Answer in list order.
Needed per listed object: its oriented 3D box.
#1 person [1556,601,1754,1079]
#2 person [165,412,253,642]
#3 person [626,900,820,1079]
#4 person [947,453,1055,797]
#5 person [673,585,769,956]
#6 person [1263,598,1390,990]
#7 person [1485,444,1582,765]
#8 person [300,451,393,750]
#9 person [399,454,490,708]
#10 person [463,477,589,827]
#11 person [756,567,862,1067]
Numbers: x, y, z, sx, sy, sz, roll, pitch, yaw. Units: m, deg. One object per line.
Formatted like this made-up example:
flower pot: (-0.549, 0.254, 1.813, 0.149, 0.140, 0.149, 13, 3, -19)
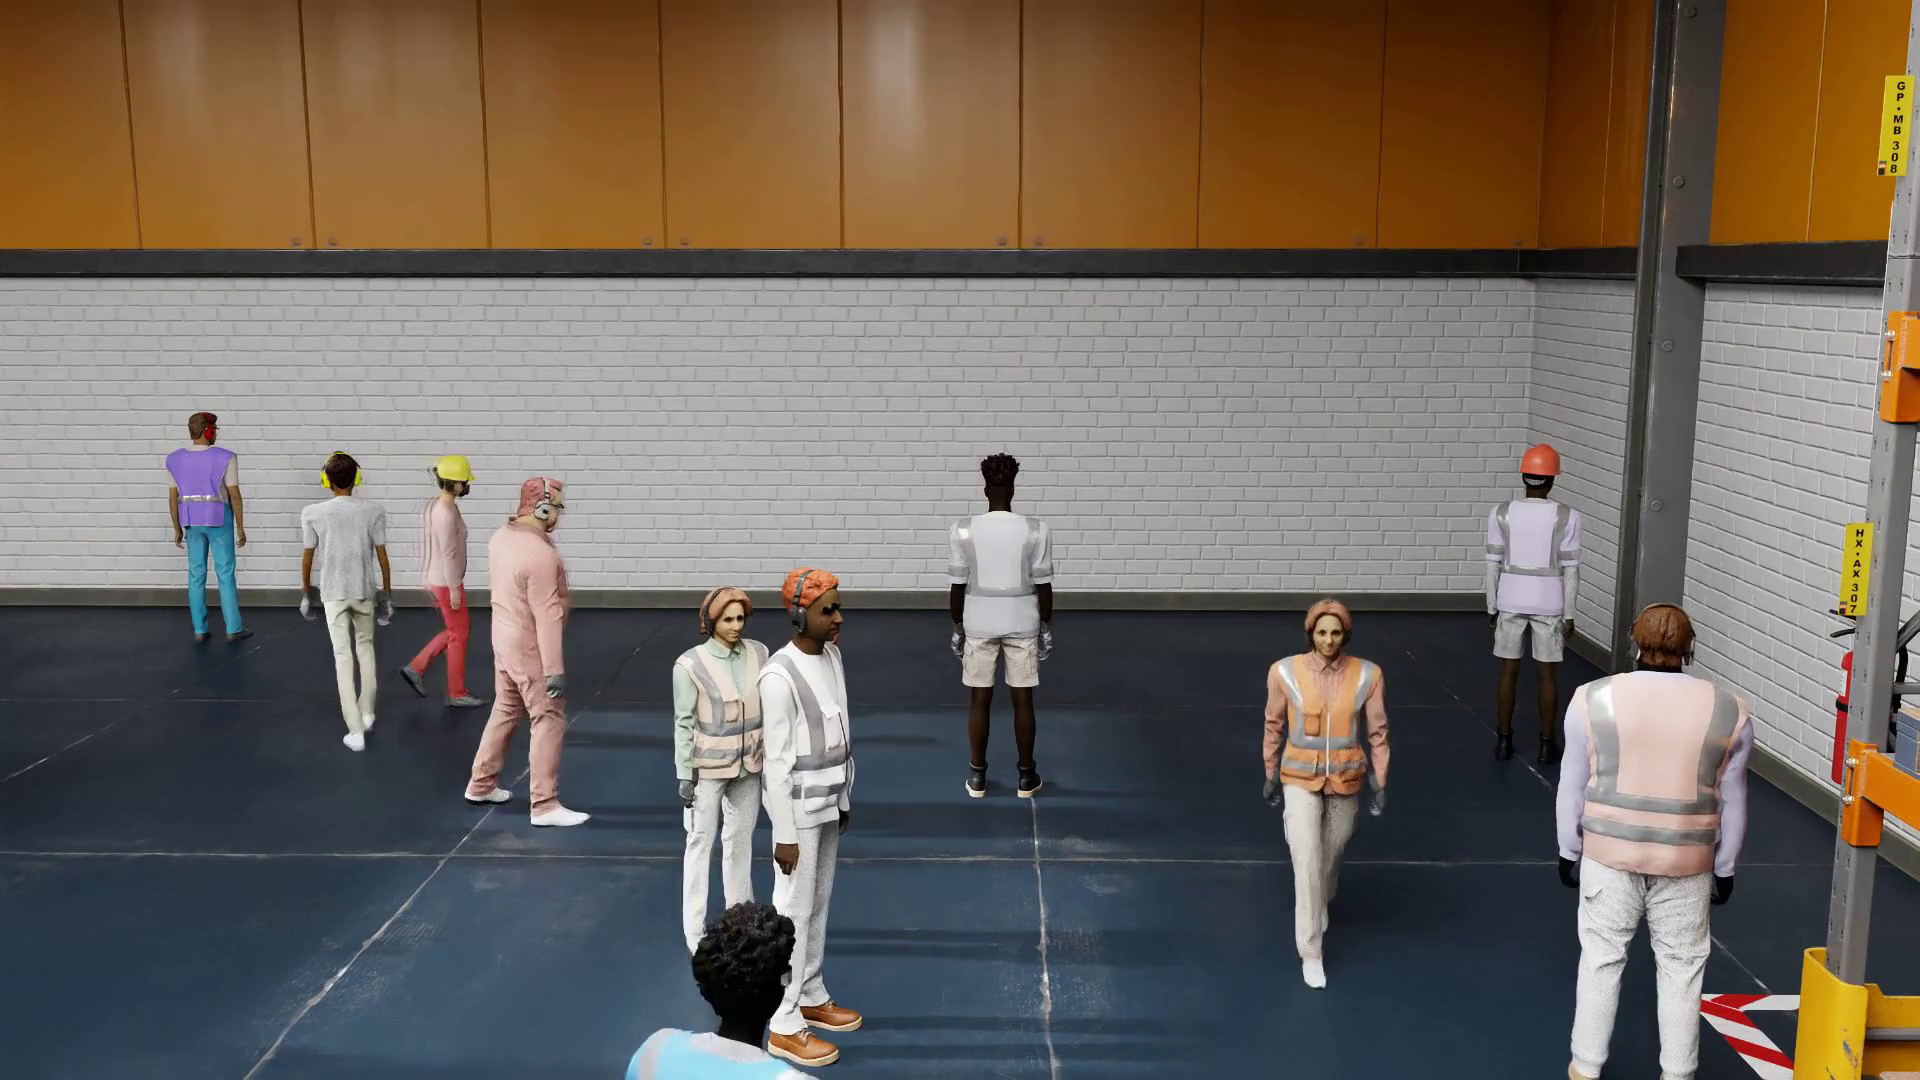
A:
person: (2.460, 1.126, 5.957, 0.630, 1.835, 0.429, 3, 10, 18)
person: (-5.989, -0.093, 13.234, 0.563, 1.839, 0.394, 0, 9, -1)
person: (-0.486, 1.608, 3.544, 0.563, 1.670, 0.425, 6, 11, 31)
person: (0.232, 0.486, 9.383, 0.606, 1.967, 0.367, 1, 9, 4)
person: (-1.024, 1.006, 7.255, 0.311, 1.636, 0.523, 9, 13, 43)
person: (1.581, 1.028, 7.231, 0.526, 1.603, 0.837, 1, 9, 3)
person: (3.453, 0.387, 10.060, 0.547, 1.938, 0.379, 5, 11, 27)
person: (-3.898, 0.359, 10.524, 0.526, 1.839, 0.832, -5, 11, -27)
person: (-3.481, 0.287, 11.219, 0.492, 1.743, 0.535, -4, 10, -23)
person: (-2.366, 0.603, 8.943, 0.533, 1.886, 0.817, -7, 12, -37)
person: (-0.577, 1.033, 6.352, 0.339, 1.882, 0.584, 3, 10, 16)
